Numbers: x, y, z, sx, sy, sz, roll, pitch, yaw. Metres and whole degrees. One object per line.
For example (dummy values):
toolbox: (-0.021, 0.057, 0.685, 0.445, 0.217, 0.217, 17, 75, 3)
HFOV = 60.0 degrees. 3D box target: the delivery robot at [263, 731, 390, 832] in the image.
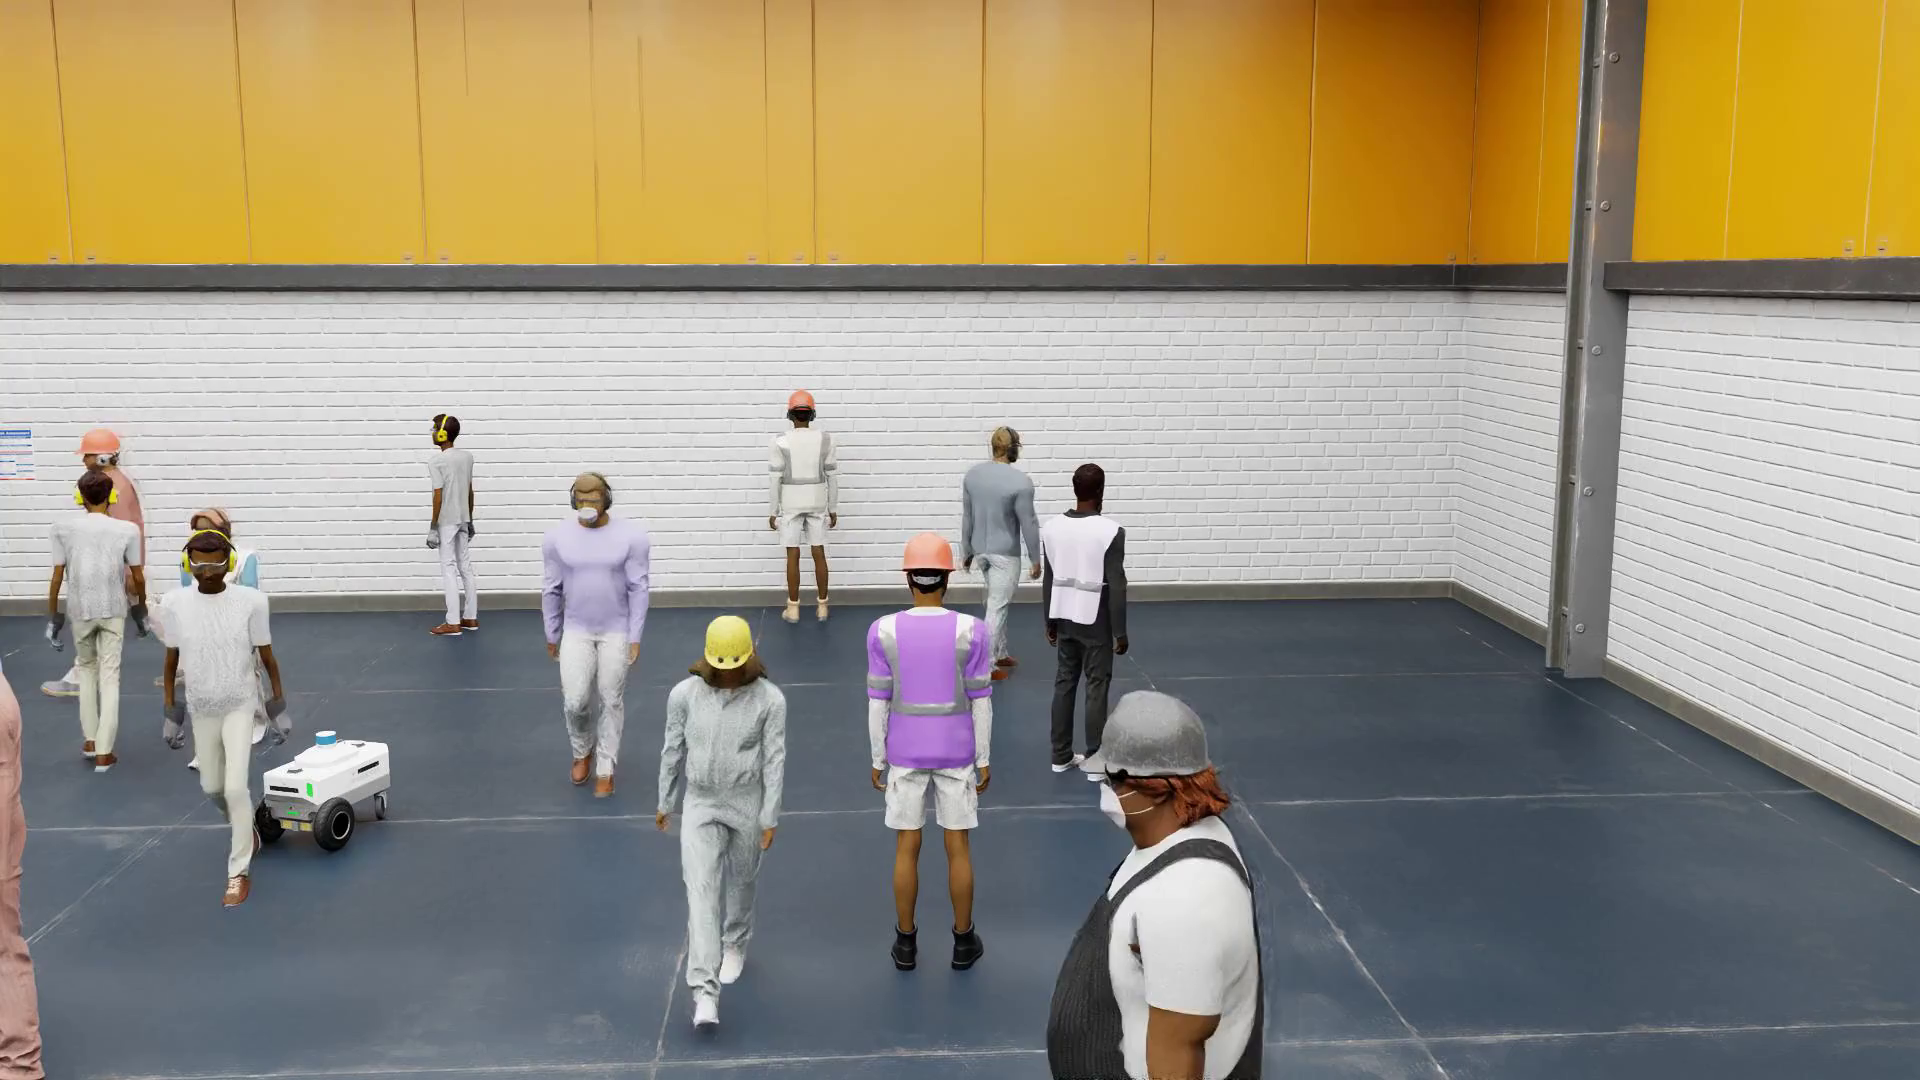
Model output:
delivery robot: (-3.429, 1.281, 9.030, 0.477, 0.478, 0.707, 3, 9, 17)

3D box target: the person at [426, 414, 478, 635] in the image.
person: (-4.315, -0.134, 14.076, 0.321, 1.876, 0.532, 4, 10, 24)

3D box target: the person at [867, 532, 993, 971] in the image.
person: (-0.129, 0.924, 7.263, 0.543, 1.931, 0.371, 0, 9, 3)

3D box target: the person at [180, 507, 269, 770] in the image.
person: (-4.635, 0.578, 10.502, 0.515, 1.593, 0.866, 0, 9, -2)

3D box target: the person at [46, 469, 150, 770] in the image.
person: (-5.353, 0.476, 10.348, 0.561, 1.836, 0.692, -3, 10, -20)

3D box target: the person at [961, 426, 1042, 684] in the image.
person: (0.351, 0.106, 12.445, 0.655, 1.910, 0.737, 9, 13, 44)

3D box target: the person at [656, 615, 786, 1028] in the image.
person: (-0.987, 1.120, 6.834, 0.551, 1.664, 0.923, -1, 9, -6)

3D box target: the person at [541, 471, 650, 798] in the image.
person: (-2.106, 0.553, 9.643, 0.629, 1.919, 0.449, -1, 9, -6)

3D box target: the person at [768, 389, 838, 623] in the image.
person: (-1.380, -0.297, 14.577, 0.614, 2.040, 0.390, -3, 9, -17)

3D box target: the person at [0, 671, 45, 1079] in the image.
person: (-3.631, 1.124, 6.082, 0.403, 1.906, 0.651, -6, 11, -35)

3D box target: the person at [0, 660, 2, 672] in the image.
person: (-4.068, 0.997, 6.781, 0.359, 1.938, 0.545, -4, 10, -23)

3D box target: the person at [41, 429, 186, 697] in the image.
person: (-6.117, 0.153, 12.085, 1.038, 1.947, 0.604, -3, 10, -19)

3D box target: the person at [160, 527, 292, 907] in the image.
person: (-3.633, 0.818, 8.244, 0.574, 1.839, 0.769, -2, 9, -10)

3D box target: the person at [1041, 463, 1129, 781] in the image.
person: (0.739, 0.493, 10.046, 0.593, 1.910, 0.385, 8, 12, 41)
